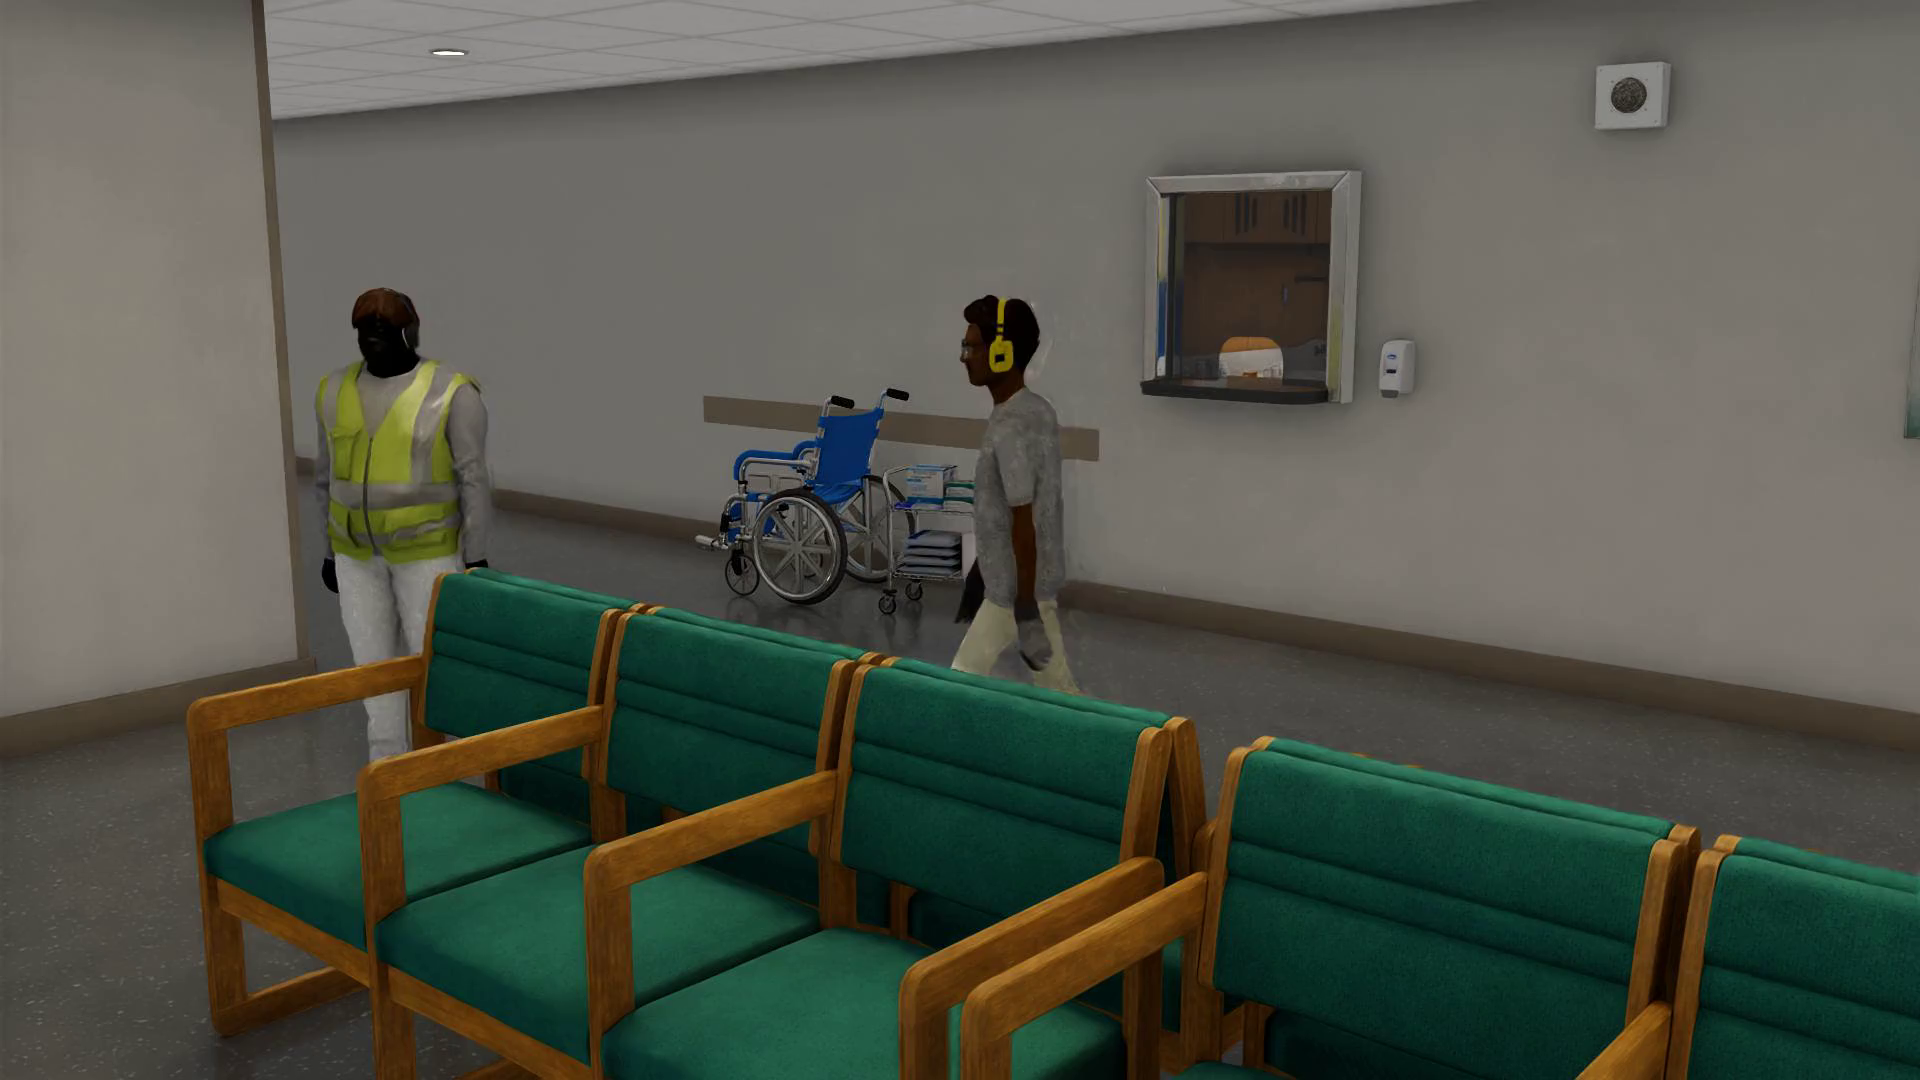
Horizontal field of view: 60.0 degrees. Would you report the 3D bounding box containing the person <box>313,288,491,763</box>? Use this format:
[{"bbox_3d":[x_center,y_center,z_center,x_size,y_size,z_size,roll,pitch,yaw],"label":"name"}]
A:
[{"bbox_3d":[-1.986,0.009,5.989,0.631,1.825,0.650,1,10,8],"label":"person"}]
